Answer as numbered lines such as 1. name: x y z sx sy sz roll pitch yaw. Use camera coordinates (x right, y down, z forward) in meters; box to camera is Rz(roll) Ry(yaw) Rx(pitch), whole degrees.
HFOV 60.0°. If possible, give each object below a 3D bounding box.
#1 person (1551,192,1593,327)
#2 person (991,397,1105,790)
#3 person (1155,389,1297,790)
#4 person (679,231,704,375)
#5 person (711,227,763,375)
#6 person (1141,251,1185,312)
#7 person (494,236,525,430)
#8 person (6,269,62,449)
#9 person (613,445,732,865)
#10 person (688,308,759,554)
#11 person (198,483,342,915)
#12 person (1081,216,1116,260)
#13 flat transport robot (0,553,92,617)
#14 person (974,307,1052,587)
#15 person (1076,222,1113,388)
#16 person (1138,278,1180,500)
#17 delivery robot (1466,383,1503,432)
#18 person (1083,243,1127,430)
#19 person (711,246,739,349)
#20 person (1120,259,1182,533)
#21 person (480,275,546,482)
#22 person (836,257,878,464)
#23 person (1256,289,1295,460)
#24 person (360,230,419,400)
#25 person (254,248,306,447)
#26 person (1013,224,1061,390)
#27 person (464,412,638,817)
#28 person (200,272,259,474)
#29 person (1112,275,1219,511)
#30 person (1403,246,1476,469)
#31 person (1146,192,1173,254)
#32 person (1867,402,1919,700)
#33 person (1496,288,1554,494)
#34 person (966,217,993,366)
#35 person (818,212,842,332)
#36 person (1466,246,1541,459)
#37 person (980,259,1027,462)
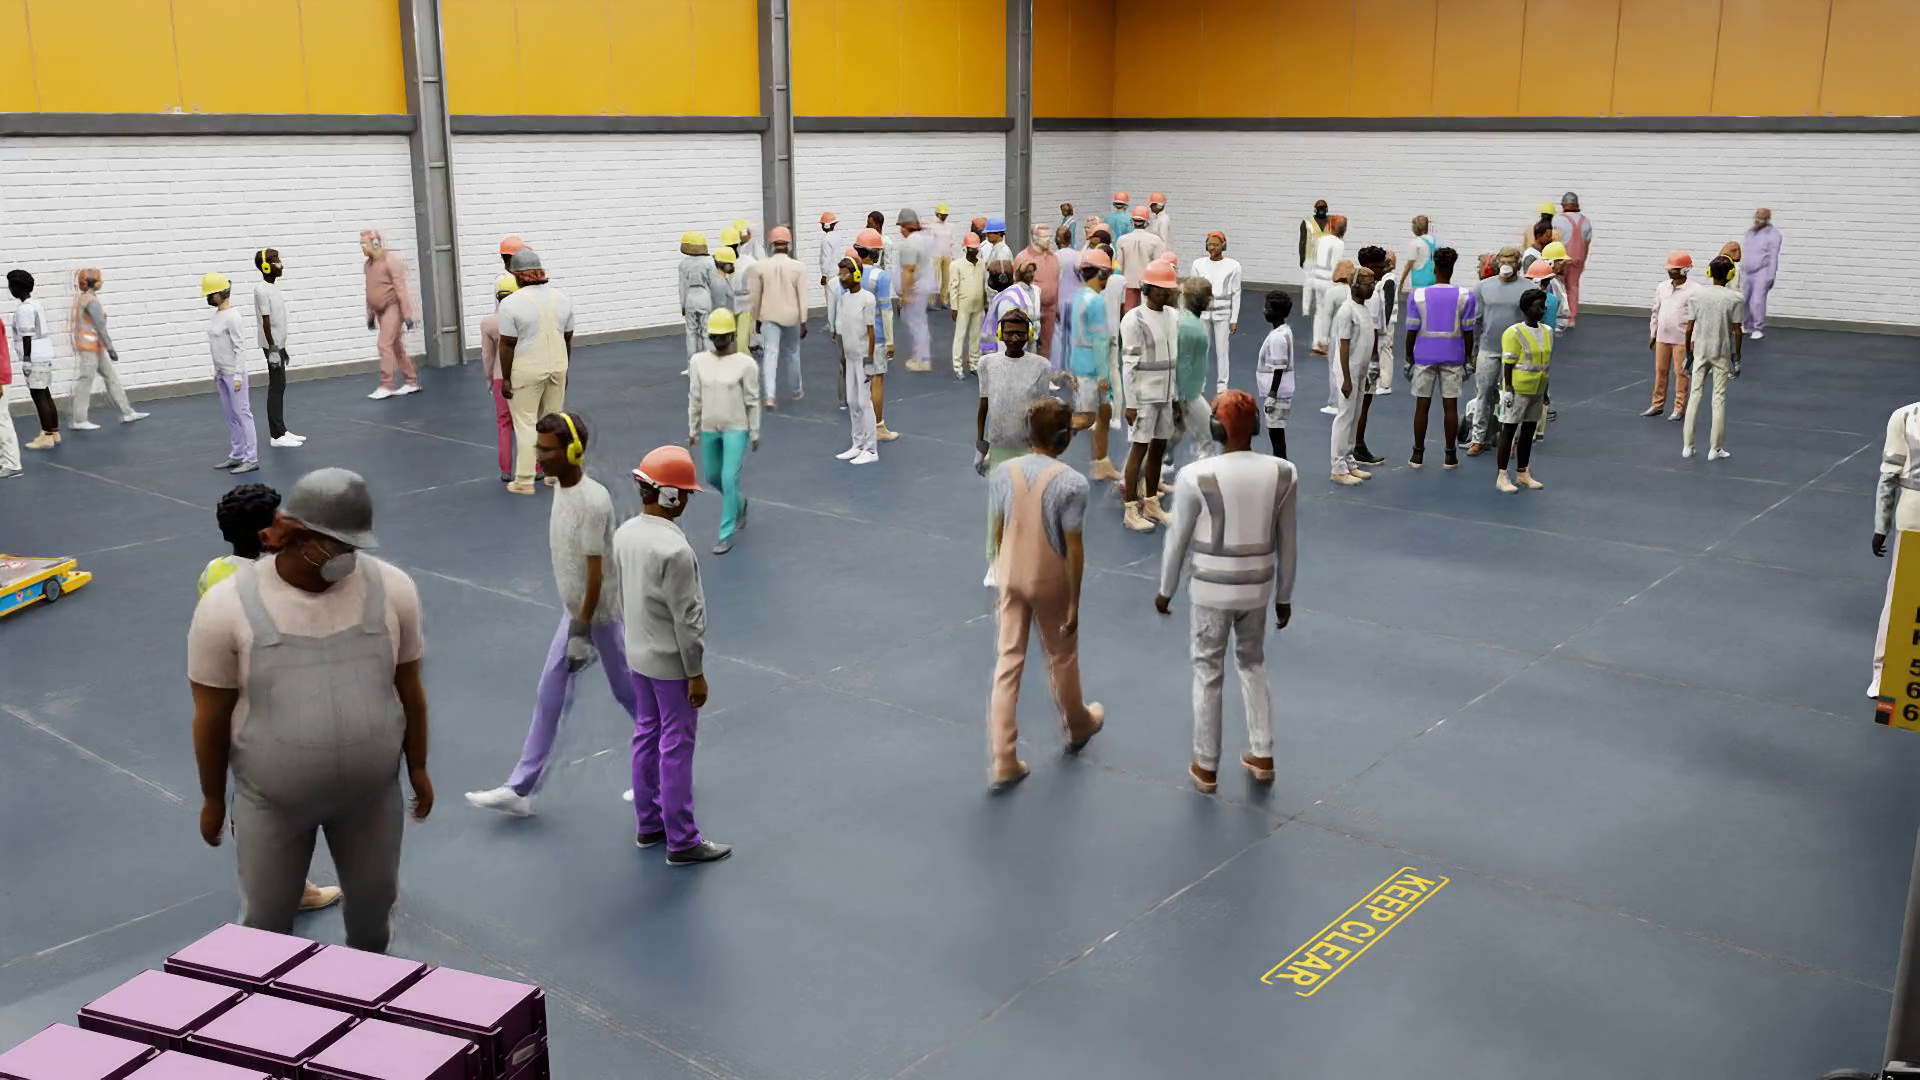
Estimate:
1. person: 9.114 -4.232 25.085 0.693 2.000 0.536 -4 15 -15
2. person: 0.390 0.216 7.812 0.544 1.790 0.960 8 16 28
3. person: 1.215 0.235 7.572 0.584 1.874 0.449 -4 15 -17
4. person: -3.267 -2.898 20.359 0.294 1.744 0.486 4 15 15
5. person: -2.548 -2.710 19.375 0.606 1.878 0.826 6 15 22
6. person: 2.104 -2.076 17.050 0.575 1.749 0.336 -1 14 -6
7. person: -4.449 -2.063 16.658 0.392 1.929 0.546 0 14 -1
8. person: -8.746 -1.709 15.719 0.319 1.691 0.540 -4 15 -17
9. person: -1.194 0.473 6.881 0.337 1.743 0.562 -11 18 -36
10. person: -1.682 -0.821 12.035 0.531 1.742 0.729 4 15 15
11. person: -2.686 0.616 6.416 0.530 1.693 0.321 11 18 38
12. person: 1.644 -3.039 20.588 0.409 1.906 0.651 -6 15 -23
13. flat transport robot: -6.170 0.344 10.387 0.652 0.197 1.431 2 14 6
14. person: 0.346 -0.599 10.942 0.510 1.860 0.333 2 14 7
15. person: 1.534 -2.656 19.028 0.396 1.926 0.548 -2 14 -6
16. person: 1.616 -1.250 13.569 0.324 1.842 0.516 8 16 29
17. delivery robot: 5.157 -1.278 16.103 0.477 0.478 0.707 9 16 31
18. person: 1.416 -2.015 16.583 0.521 1.867 0.336 -7 16 -26
19. person: -2.493 -2.233 17.676 0.344 1.758 0.532 -1 14 -6
20. person: 1.465 -1.084 12.501 0.373 2.040 0.615 13 19 43
21. person: -3.801 -1.373 14.219 0.525 1.769 0.310 -2 14 -6
22. person: -0.935 -1.618 15.026 0.334 1.857 0.528 -10 17 -35
23. person: 2.593 -1.206 13.688 0.318 1.698 0.535 3 14 11
24. person: -6.452 -2.517 18.580 0.660 1.865 0.814 14 19 43
25. person: -6.484 -1.824 15.800 0.328 1.877 0.511 -3 14 -14
26. person: 0.909 -2.636 18.985 0.643 1.907 0.410 -12 19 -40
27. person: -1.676 0.343 7.278 0.998 1.810 0.542 -11 18 -36
28. person: -6.424 -1.461 14.588 0.523 1.761 0.323 13 19 43
29. person: 1.710 -1.127 12.985 1.036 1.891 0.640 1 14 4
30. person: 4.241 -1.606 14.741 0.602 1.967 0.366 4 15 15
31. person: 3.117 -4.457 26.112 0.428 1.982 0.615 0 14 -2
32. person: 5.121 -0.077 8.712 0.594 1.926 0.366 6 15 22
33. person: 4.705 -1.241 13.831 0.534 1.697 0.318 -8 16 -29
34. person: 0.266 -3.079 20.801 0.341 1.879 0.587 -2 14 -8
35. person: -1.933 -3.962 24.588 0.330 1.751 0.563 4 15 14
36. person: 4.965 -1.716 15.239 0.631 1.940 0.372 6 15 22
37. person: 0.395 -1.625 15.097 0.429 1.837 0.624 1 14 5
